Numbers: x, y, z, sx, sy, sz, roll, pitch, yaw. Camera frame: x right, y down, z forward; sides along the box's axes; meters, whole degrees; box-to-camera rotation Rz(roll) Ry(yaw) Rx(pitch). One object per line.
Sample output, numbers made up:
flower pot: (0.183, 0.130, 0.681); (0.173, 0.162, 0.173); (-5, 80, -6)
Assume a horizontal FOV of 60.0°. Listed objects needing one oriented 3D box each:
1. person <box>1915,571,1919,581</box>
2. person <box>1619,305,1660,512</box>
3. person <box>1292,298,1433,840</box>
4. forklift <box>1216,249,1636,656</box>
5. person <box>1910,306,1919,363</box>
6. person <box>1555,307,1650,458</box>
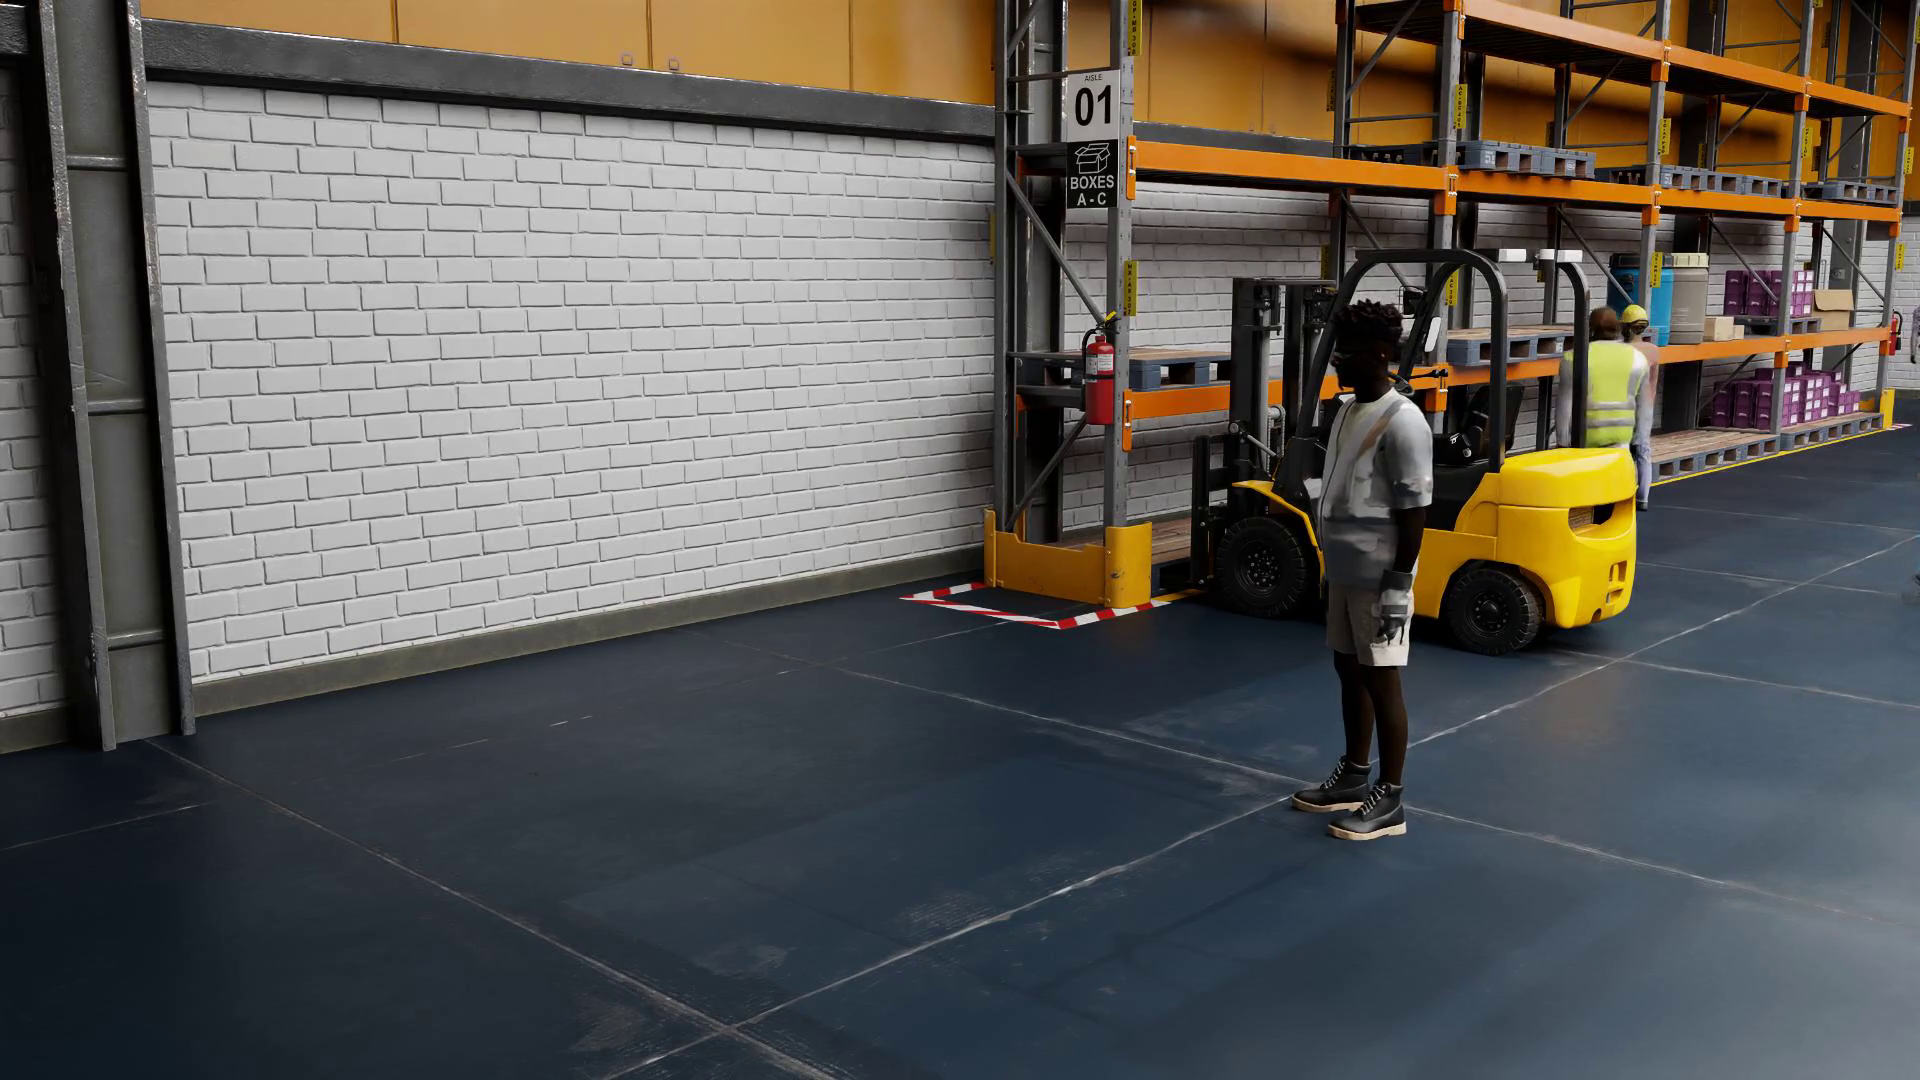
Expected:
person: (6.369, -0.495, 10.244); (0.876, 1.821, 0.568); (1, 9, 4)
person: (5.687, -1.106, 14.130); (0.523, 1.769, 0.322); (-4, 10, -24)
person: (1.482, 0.105, 6.093); (0.361, 1.964, 0.617); (-2, 9, -11)
forklift: (2.710, -0.584, 9.626); (2.313, 2.155, 1.214); (9, 13, 43)
person: (13.492, -2.635, 23.043); (0.600, 1.905, 0.696); (4, 10, 26)
person: (4.414, -0.713, 11.604); (0.644, 1.803, 0.874); (1, 9, 3)
